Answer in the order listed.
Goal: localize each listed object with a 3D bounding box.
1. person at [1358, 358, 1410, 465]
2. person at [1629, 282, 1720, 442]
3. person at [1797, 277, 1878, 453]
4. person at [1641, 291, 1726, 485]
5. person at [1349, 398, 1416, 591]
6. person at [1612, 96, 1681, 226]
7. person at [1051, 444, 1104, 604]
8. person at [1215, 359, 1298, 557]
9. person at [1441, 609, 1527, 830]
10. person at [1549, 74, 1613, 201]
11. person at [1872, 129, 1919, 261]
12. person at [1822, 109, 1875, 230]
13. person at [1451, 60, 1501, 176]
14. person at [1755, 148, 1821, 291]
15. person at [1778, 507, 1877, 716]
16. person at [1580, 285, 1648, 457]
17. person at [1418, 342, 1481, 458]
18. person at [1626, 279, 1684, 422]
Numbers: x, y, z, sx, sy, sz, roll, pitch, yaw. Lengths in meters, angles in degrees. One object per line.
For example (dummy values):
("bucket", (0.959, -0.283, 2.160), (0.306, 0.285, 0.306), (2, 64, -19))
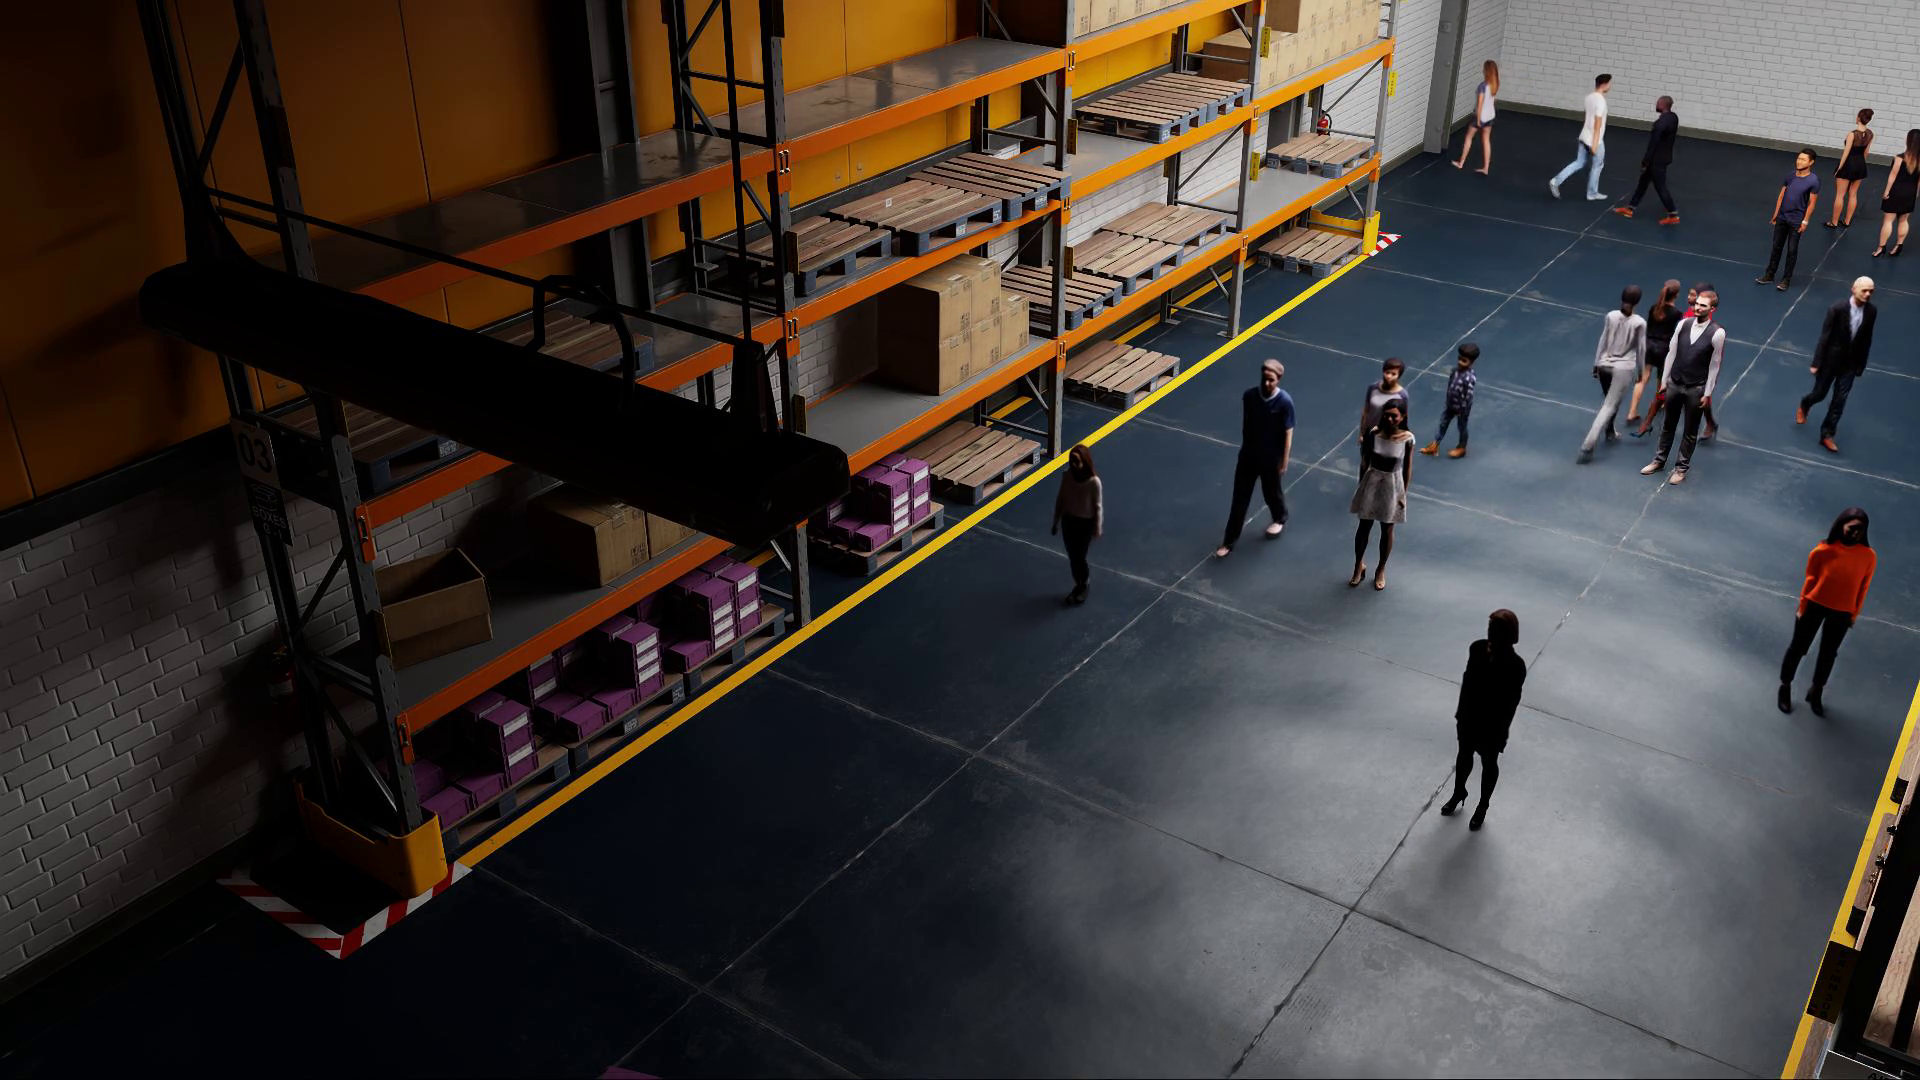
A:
("person", (3.982, -1.015, 15.643), (0.551, 1.547, 0.848), (18, 33, 29))
("person", (7.480, -1.741, 16.822), (1.113, 1.692, 1.093), (-3, 29, -6))
("person", (8.906, -1.840, 16.906), (0.984, 1.786, 1.125), (2, 29, 4))
("person", (7.070, -1.503, 16.129), (0.648, 1.938, 0.717), (-22, 35, -34))
("person", (3.625, -0.397, 14.273), (0.701, 1.774, 0.701), (12, 31, 20))
("person", (9.809, -5.231, 23.138), (0.759, 1.770, 1.113), (19, 34, 31))
("person", (1.039, -0.167, 14.164), (0.535, 1.474, 0.492), (18, 33, 29))
("person", (2.766, -0.768, 14.916), (0.665, 1.809, 1.195), (18, 34, 30))
("person", (3.600, 1.209, 11.399), (0.590, 1.706, 0.638), (-21, 35, -33))
("person", (9.066, -5.811, 24.140), (1.178, 1.828, 1.141), (-4, 29, -7))
("person", (12.451, -4.562, 21.971), (0.749, 1.713, 0.803), (-4, 29, -7))
("person", (12.394, -5.170, 23.127), (0.672, 1.675, 0.739), (-6, 29, -12))
("person", (8.063, -6.428, 25.402), (0.917, 1.704, 0.877), (-16, 32, -26))
("person", (10.502, -4.064, 20.976), (0.661, 1.793, 0.709), (-18, 33, -29))
("person", (6.561, 0.525, 12.609), (0.686, 1.748, 0.669), (7, 29, 13))
("person", (6.520, -1.656, 16.619), (1.151, 1.737, 0.786), (-23, 36, -36))
("person", (5.049, -1.395, 16.665), (0.831, 1.234, 0.701), (-13, 31, -22))
("person", (7.257, -1.956, 17.398), (1.096, 1.517, 0.689), (-25, 37, -38))
